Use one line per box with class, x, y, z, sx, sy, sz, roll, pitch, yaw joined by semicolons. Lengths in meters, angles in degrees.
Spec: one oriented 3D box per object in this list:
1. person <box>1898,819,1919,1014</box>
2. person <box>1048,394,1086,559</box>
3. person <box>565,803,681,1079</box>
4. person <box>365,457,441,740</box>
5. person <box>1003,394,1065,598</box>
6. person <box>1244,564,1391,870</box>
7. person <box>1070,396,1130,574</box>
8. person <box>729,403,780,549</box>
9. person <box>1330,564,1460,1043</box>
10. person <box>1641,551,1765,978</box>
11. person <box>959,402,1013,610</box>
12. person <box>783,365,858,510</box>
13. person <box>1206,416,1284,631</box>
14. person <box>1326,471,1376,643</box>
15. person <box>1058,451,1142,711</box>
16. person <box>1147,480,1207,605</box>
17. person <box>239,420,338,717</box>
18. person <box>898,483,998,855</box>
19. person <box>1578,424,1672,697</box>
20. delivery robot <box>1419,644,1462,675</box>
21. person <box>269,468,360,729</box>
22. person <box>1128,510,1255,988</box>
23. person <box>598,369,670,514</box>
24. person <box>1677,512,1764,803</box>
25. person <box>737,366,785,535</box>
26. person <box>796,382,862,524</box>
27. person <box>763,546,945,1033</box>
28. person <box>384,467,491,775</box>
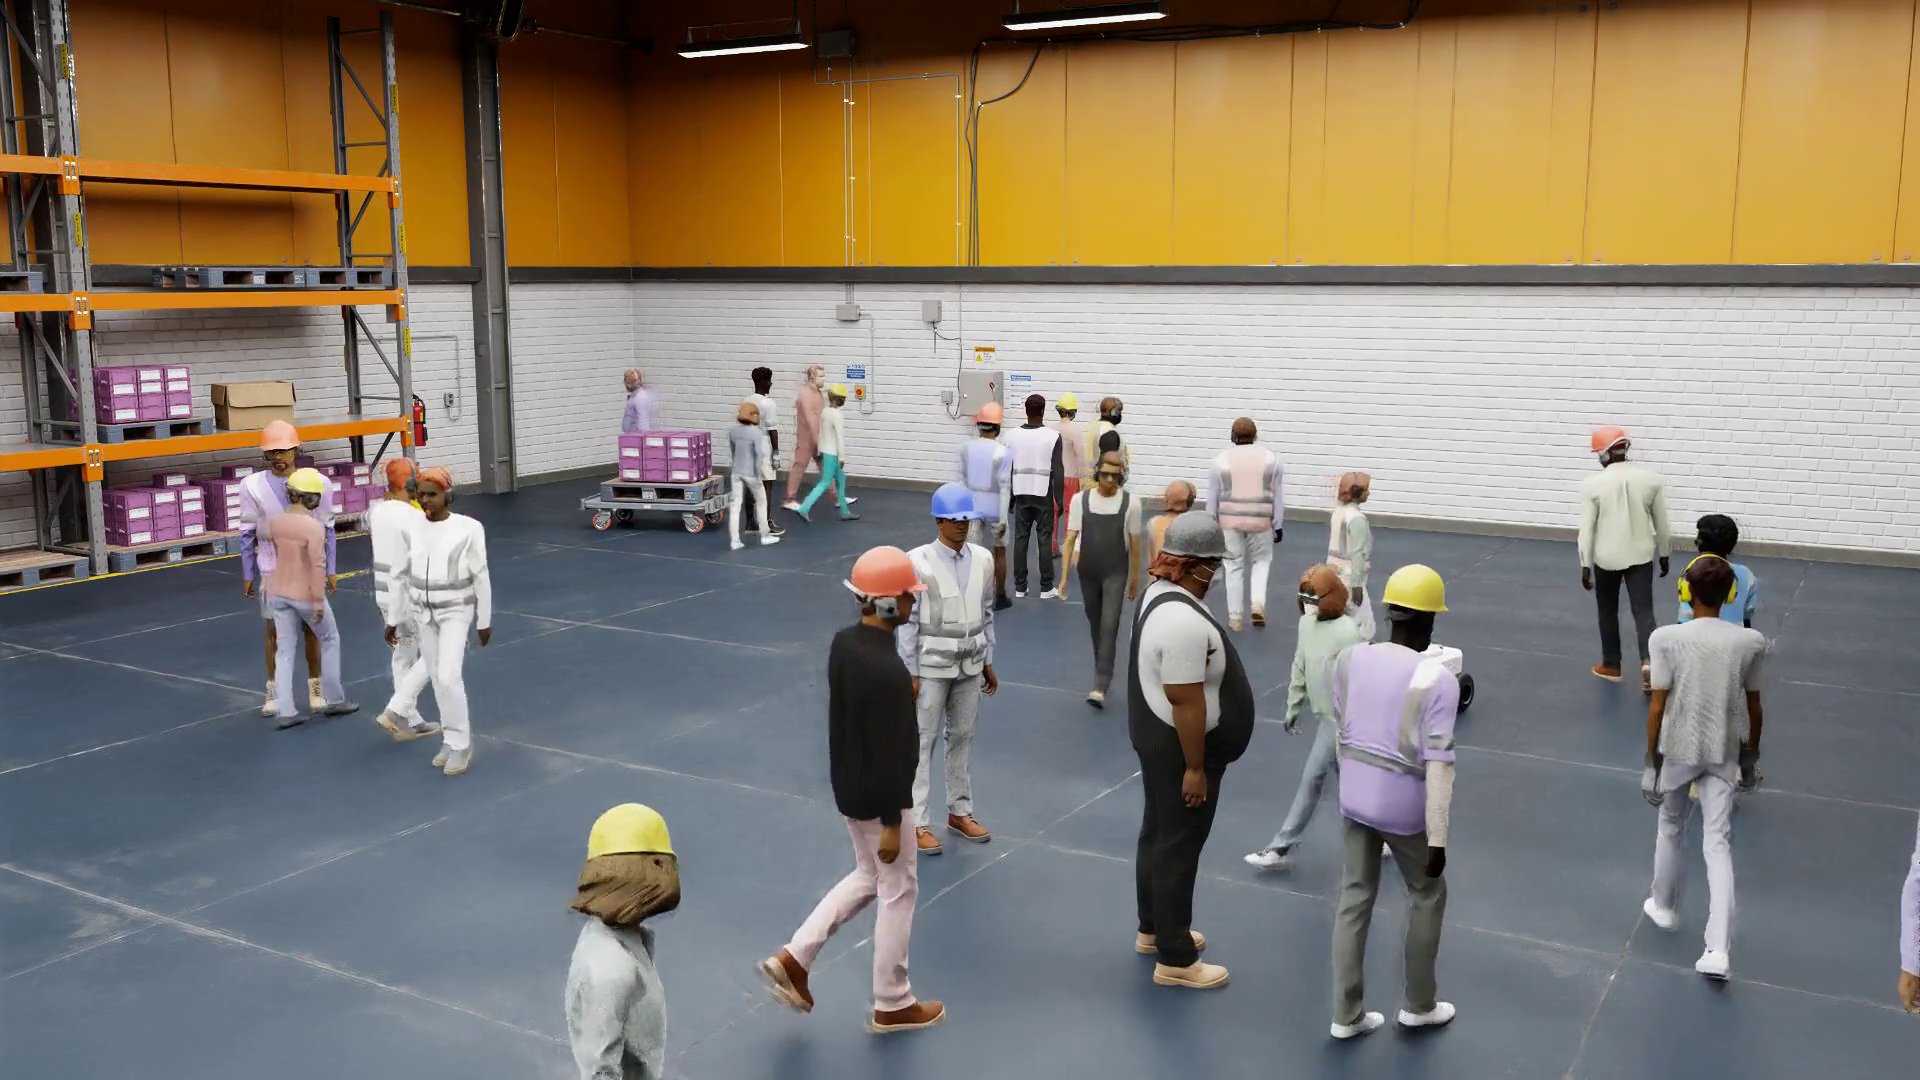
person;3.233;1.292;5.056;0.653;1.885;1.040;7;12;38
person;1.123;-0.659;17.590;0.523;1.769;0.319;9;12;43
person;-0.842;1.536;4.108;0.330;1.699;0.642;-1;9;-7
person;-3.584;0.394;10.717;0.579;1.866;0.445;6;11;33
person;0.691;-0.404;15.537;0.591;1.915;0.393;4;10;22
person;1.859;0.901;8.410;0.853;1.579;0.513;-2;9;-13
person;1.392;-0.533;16.678;0.616;1.814;0.630;-1;9;-6
person;-2.322;-0.719;18.455;0.519;1.598;0.738;5;11;30
person;1.746;1.035;6.591;0.707;1.897;0.615;-8;12;-40
person;3.283;0.960;7.338;0.534;1.826;0.995;2;9;11
person;0.200;-0.263;14.709;0.544;1.910;0.892;5;10;27
person;-1.820;-1.286;21.222;0.967;1.864;0.663;2;9;13
person;2.404;-0.129;14.084;0.654;1.831;0.435;1;9;6
person;2.783;0.314;11.922;0.386;1.624;0.539;-1;9;-3
person;0.978;0.278;11.640;0.530;1.784;0.997;3;10;18
person;1.473;0.390;11.473;0.533;1.620;0.465;8;12;40
person;-4.591;0.196;11.393;0.615;2.040;0.391;-3;10;-18
person;-0.058;0.662;8.775;0.603;1.949;0.397;-6;11;-34
person;4.832;0.143;12.045;0.698;1.940;0.915;1;9;5
delivery robot;3.151;0.883;11.438;0.477;0.478;0.707;9;13;44
person;-4.383;0.374;11.233;0.517;1.730;0.733;4;10;22
person;0.997;0.872;7.176;0.536;2.000;0.688;-1;9;-5
person;-4.023;-1.238;20.990;1.035;1.847;0.675;-1;9;-3
person;4.292;0.683;9.453;0.540;1.684;0.402;-6;11;-31
person;-2.311;-1.031;19.294;0.614;1.960;0.362;8;12;41
person;-1.616;-1.060;20.198;0.856;1.720;0.536;-4;10;-23
person;-0.404;1.004;6.537;0.636;1.980;0.618;-5;10;-26
person;-3.187;0.492;10.105;0.597;1.866;0.619;3;9;16
